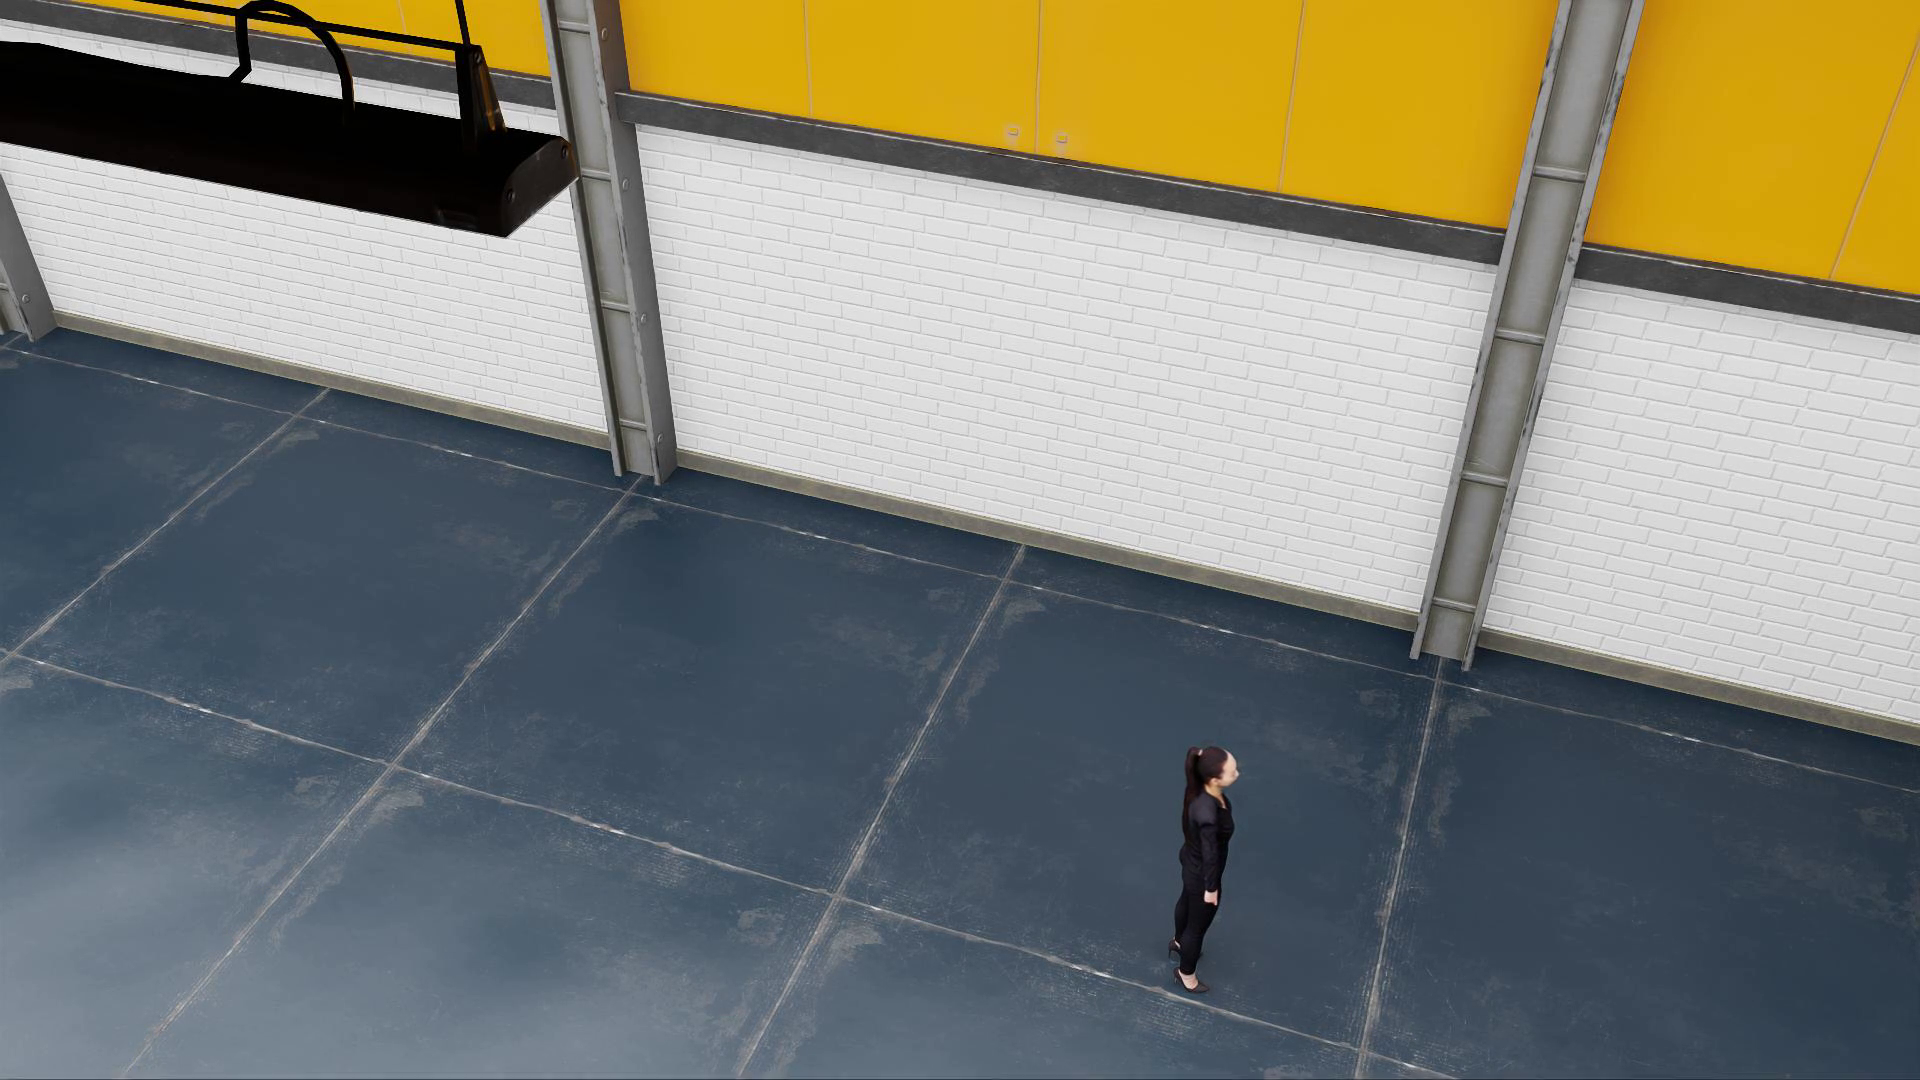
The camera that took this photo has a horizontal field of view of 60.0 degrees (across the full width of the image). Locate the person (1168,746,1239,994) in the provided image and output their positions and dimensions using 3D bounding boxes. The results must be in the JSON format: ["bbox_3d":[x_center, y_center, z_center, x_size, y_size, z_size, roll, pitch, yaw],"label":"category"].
[{"bbox_3d":[1.252,1.692,8.580,0.593,1.712,0.628,1,39,1],"label":"person"}]
